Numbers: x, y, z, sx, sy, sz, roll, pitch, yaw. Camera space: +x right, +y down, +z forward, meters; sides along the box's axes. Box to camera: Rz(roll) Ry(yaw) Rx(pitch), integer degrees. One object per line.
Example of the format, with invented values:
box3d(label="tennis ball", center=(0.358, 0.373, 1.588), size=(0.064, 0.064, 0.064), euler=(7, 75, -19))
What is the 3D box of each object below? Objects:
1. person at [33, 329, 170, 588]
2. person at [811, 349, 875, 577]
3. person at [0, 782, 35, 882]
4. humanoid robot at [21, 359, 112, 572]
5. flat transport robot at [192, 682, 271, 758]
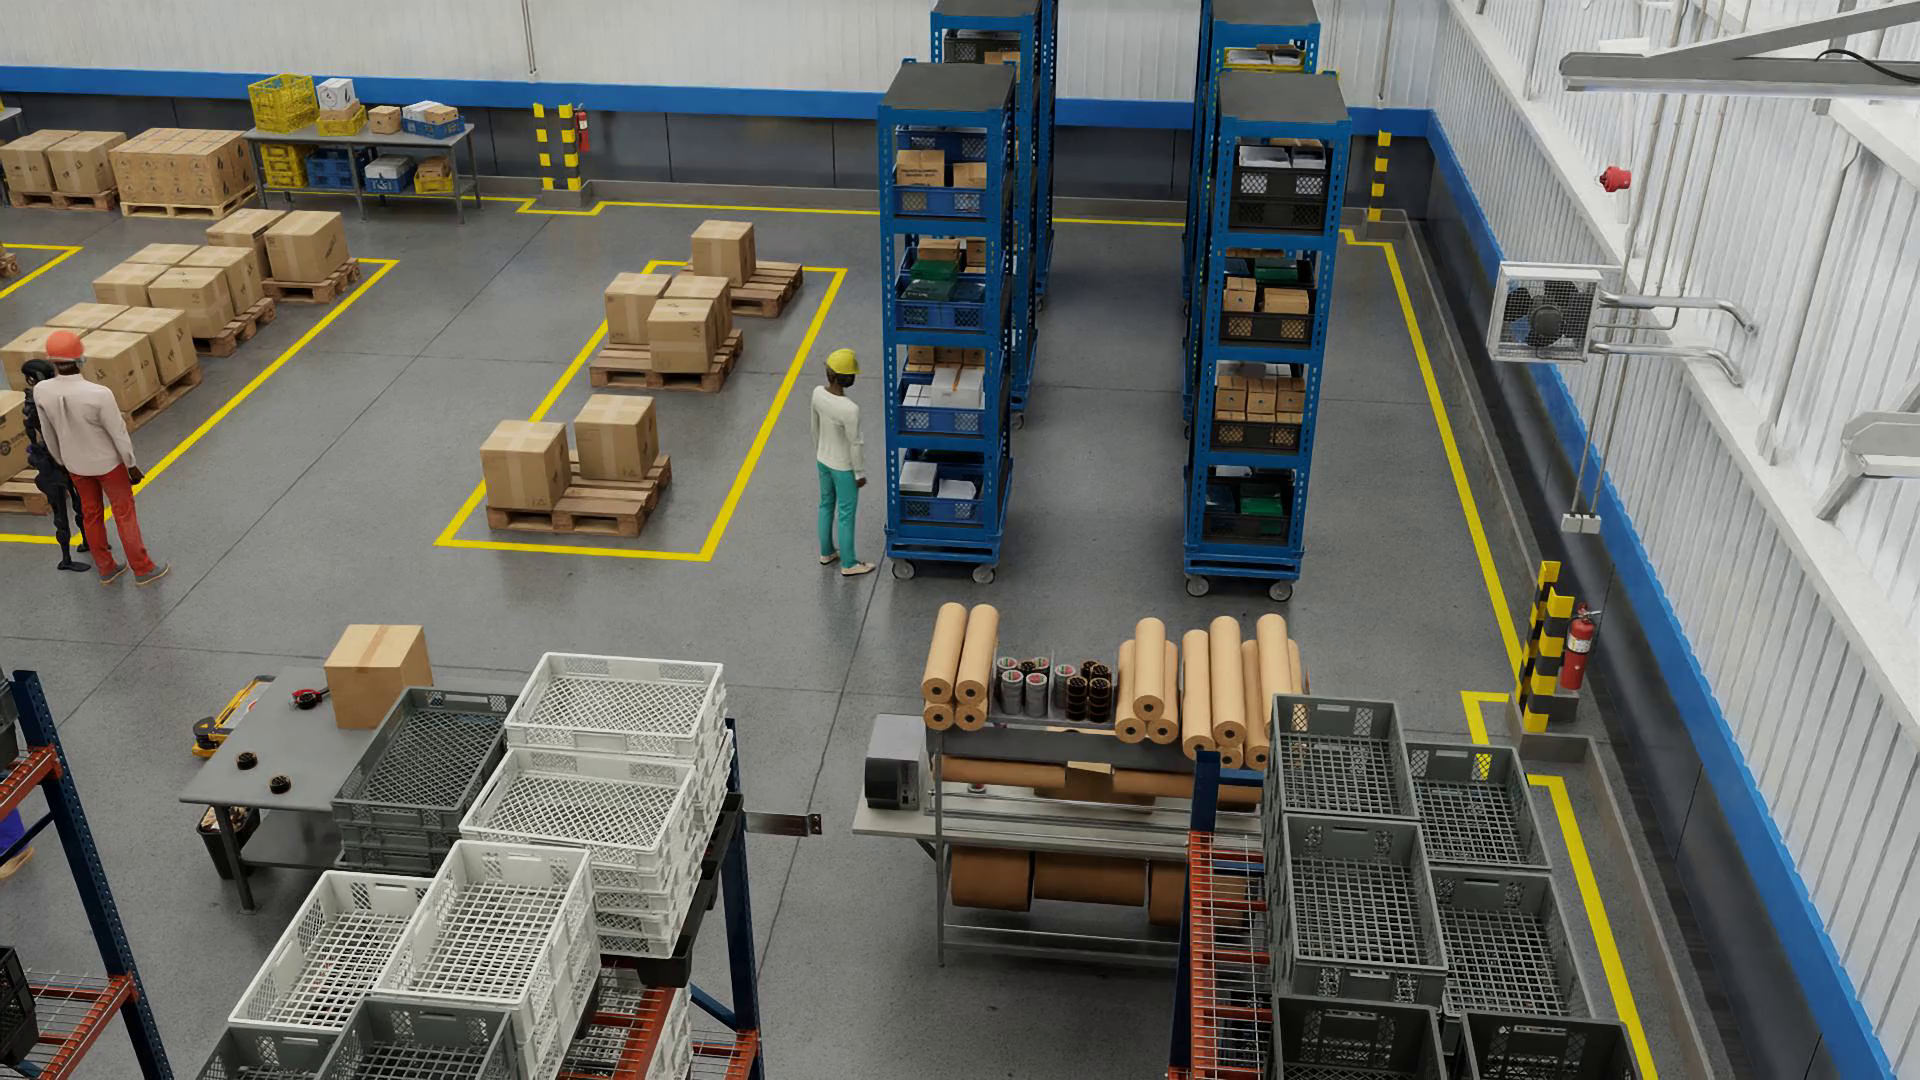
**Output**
box3d(label="person", center=(-6.193, -0.571, 11.939), size=(0.622, 1.992, 0.385), euler=(4, 30, 7))
box3d(label="person", center=(-0.865, -0.573, 12.178), size=(0.339, 1.757, 0.525), euler=(-23, 37, -34))
box3d(label="person", center=(-5.704, 1.006, 9.185), size=(0.679, 2.000, 0.536), euler=(12, 32, 19))
box3d(label="humanoid robot", center=(-6.626, -0.569, 12.249), size=(0.326, 1.651, 0.570), euler=(3, 30, 5))
box3d(label="flat transport robot", center=(-4.089, 1.163, 10.648), size=(1.431, 0.197, 0.652), euler=(3, 30, 6))
